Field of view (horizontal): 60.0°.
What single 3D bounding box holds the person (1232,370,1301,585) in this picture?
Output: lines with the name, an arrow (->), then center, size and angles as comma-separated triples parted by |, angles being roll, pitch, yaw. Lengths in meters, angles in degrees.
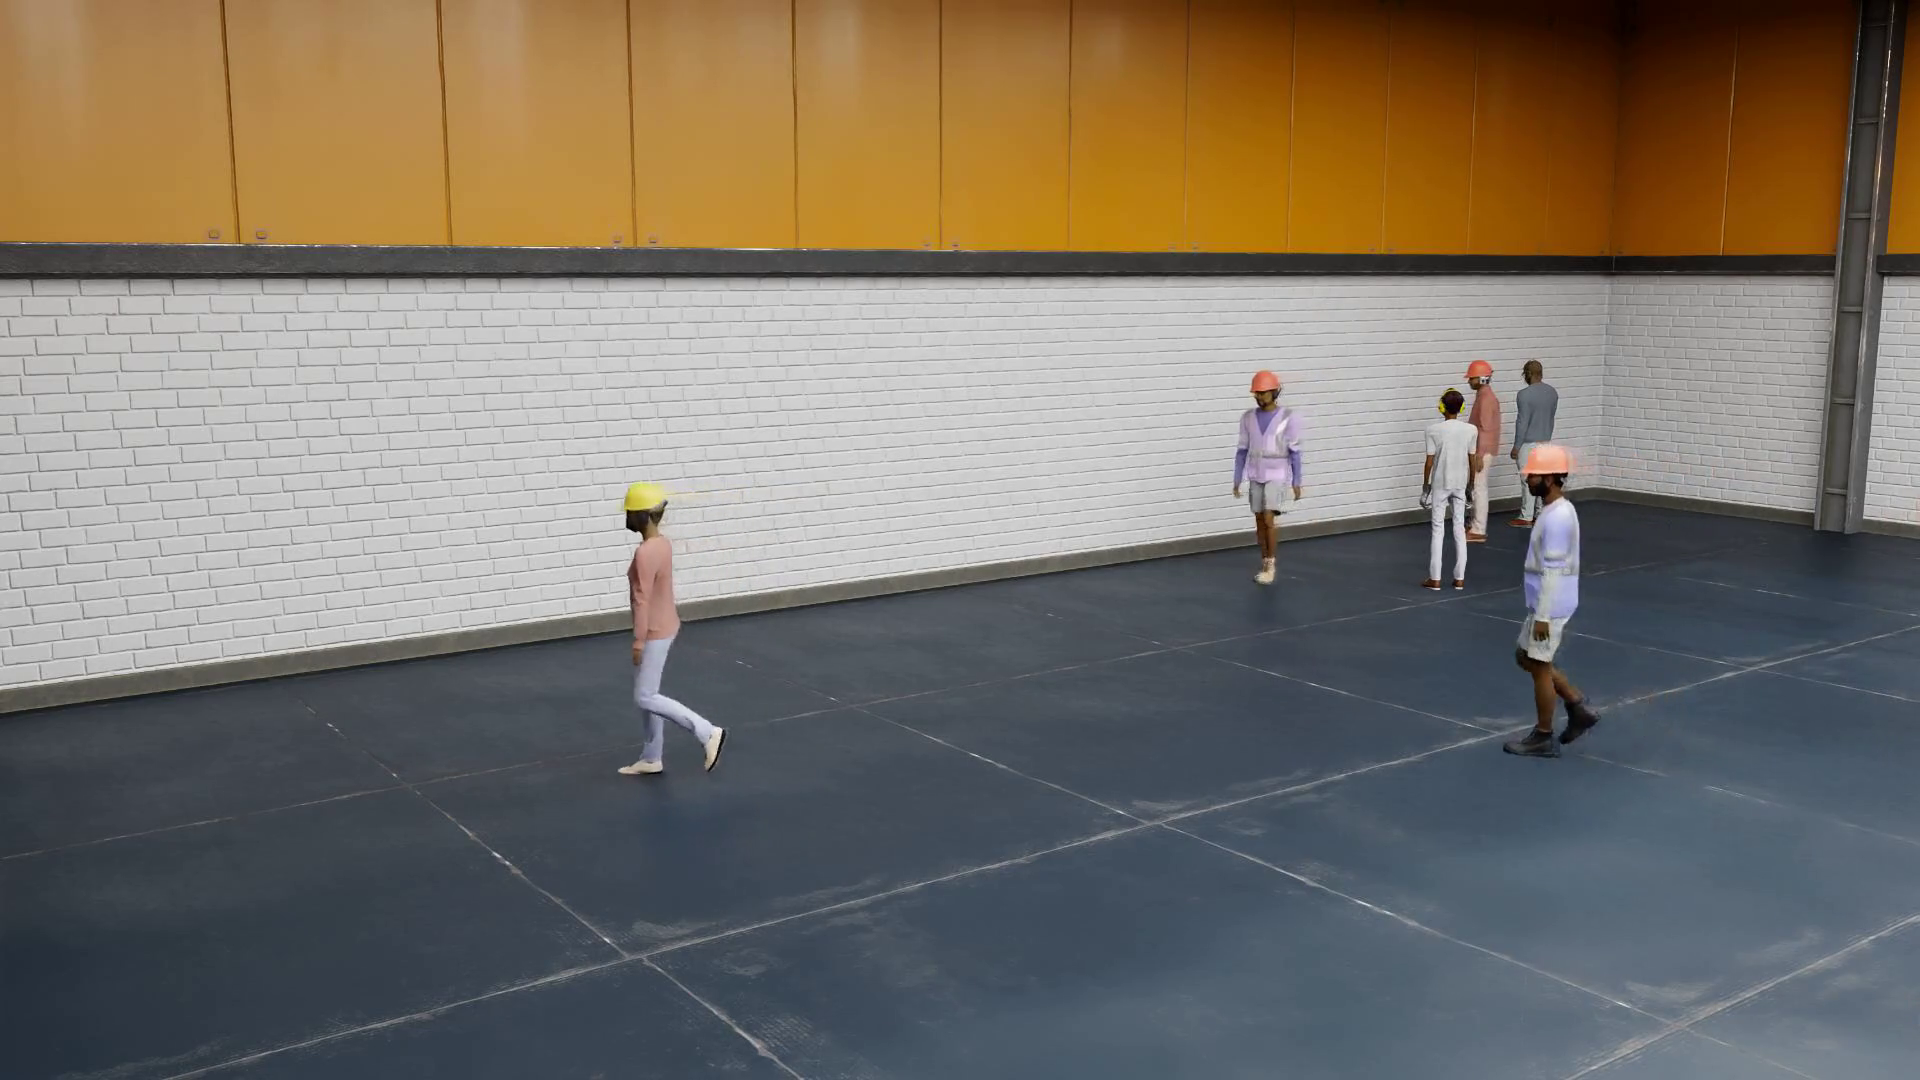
person -> 2.835, -0.573, 15.592 | 0.635, 2.014, 0.666 | 7, 12, 38

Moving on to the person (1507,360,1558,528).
person -> 6.566, -1.099, 19.093 | 0.627, 1.934, 0.372 | -6, 11, -34

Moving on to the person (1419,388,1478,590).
person -> 4.513, -0.466, 15.386 | 0.513, 1.872, 0.328 | -1, 9, -3

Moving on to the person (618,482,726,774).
person -> -1.690, 0.535, 9.589 | 0.599, 1.750, 0.533 | 0, 9, 1

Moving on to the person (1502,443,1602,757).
person -> 3.571, 0.379, 10.023 | 0.490, 1.923, 0.543 | 3, 10, 17

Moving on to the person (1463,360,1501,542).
person -> 5.667, -0.965, 18.140 | 0.410, 1.988, 0.639 | 3, 10, 17
